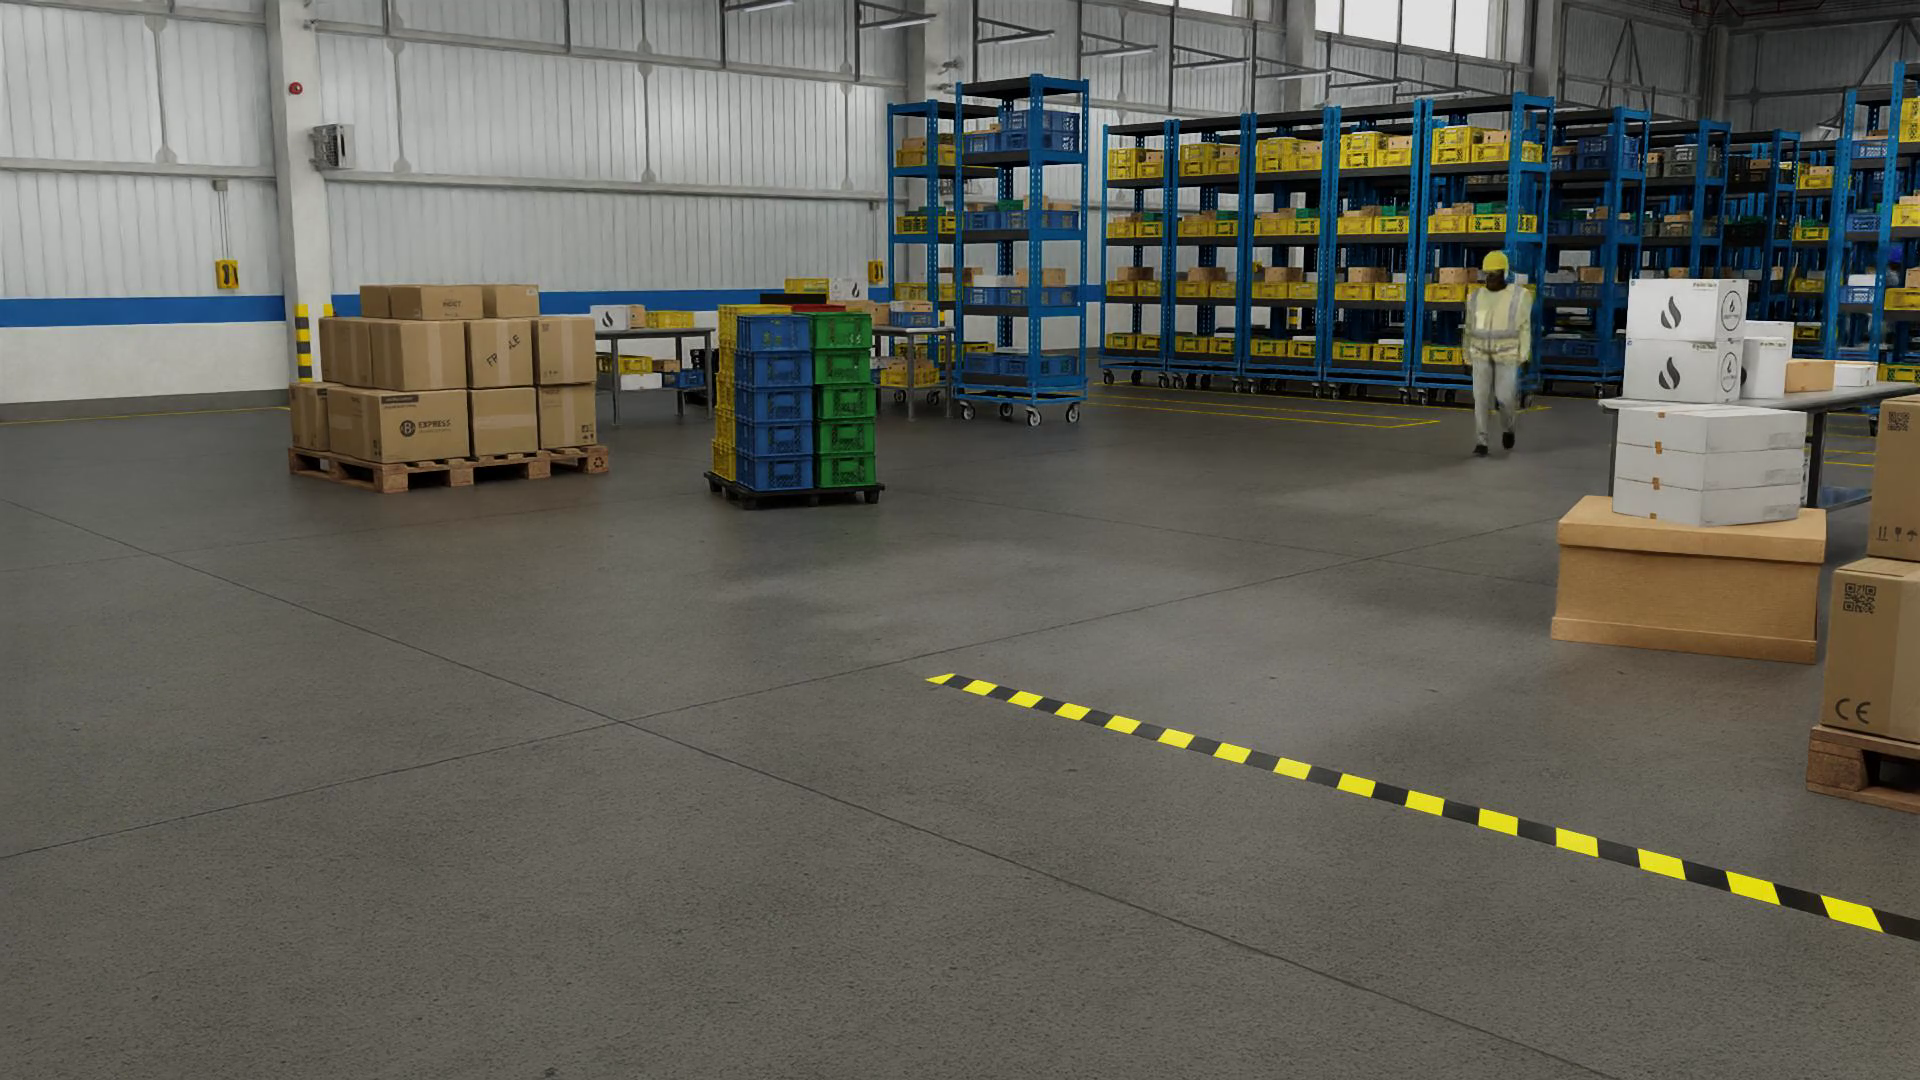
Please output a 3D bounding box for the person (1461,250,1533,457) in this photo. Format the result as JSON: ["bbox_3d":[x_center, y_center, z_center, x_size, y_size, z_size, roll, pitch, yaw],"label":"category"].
[{"bbox_3d":[4.712,-1.634,14.633,0.611,1.814,0.471,6,11,33],"label":"person"}]

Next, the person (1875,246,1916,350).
[{"bbox_3d":[10.988,-2.545,19.846,0.803,1.910,0.628,3,10,19],"label":"person"}]
